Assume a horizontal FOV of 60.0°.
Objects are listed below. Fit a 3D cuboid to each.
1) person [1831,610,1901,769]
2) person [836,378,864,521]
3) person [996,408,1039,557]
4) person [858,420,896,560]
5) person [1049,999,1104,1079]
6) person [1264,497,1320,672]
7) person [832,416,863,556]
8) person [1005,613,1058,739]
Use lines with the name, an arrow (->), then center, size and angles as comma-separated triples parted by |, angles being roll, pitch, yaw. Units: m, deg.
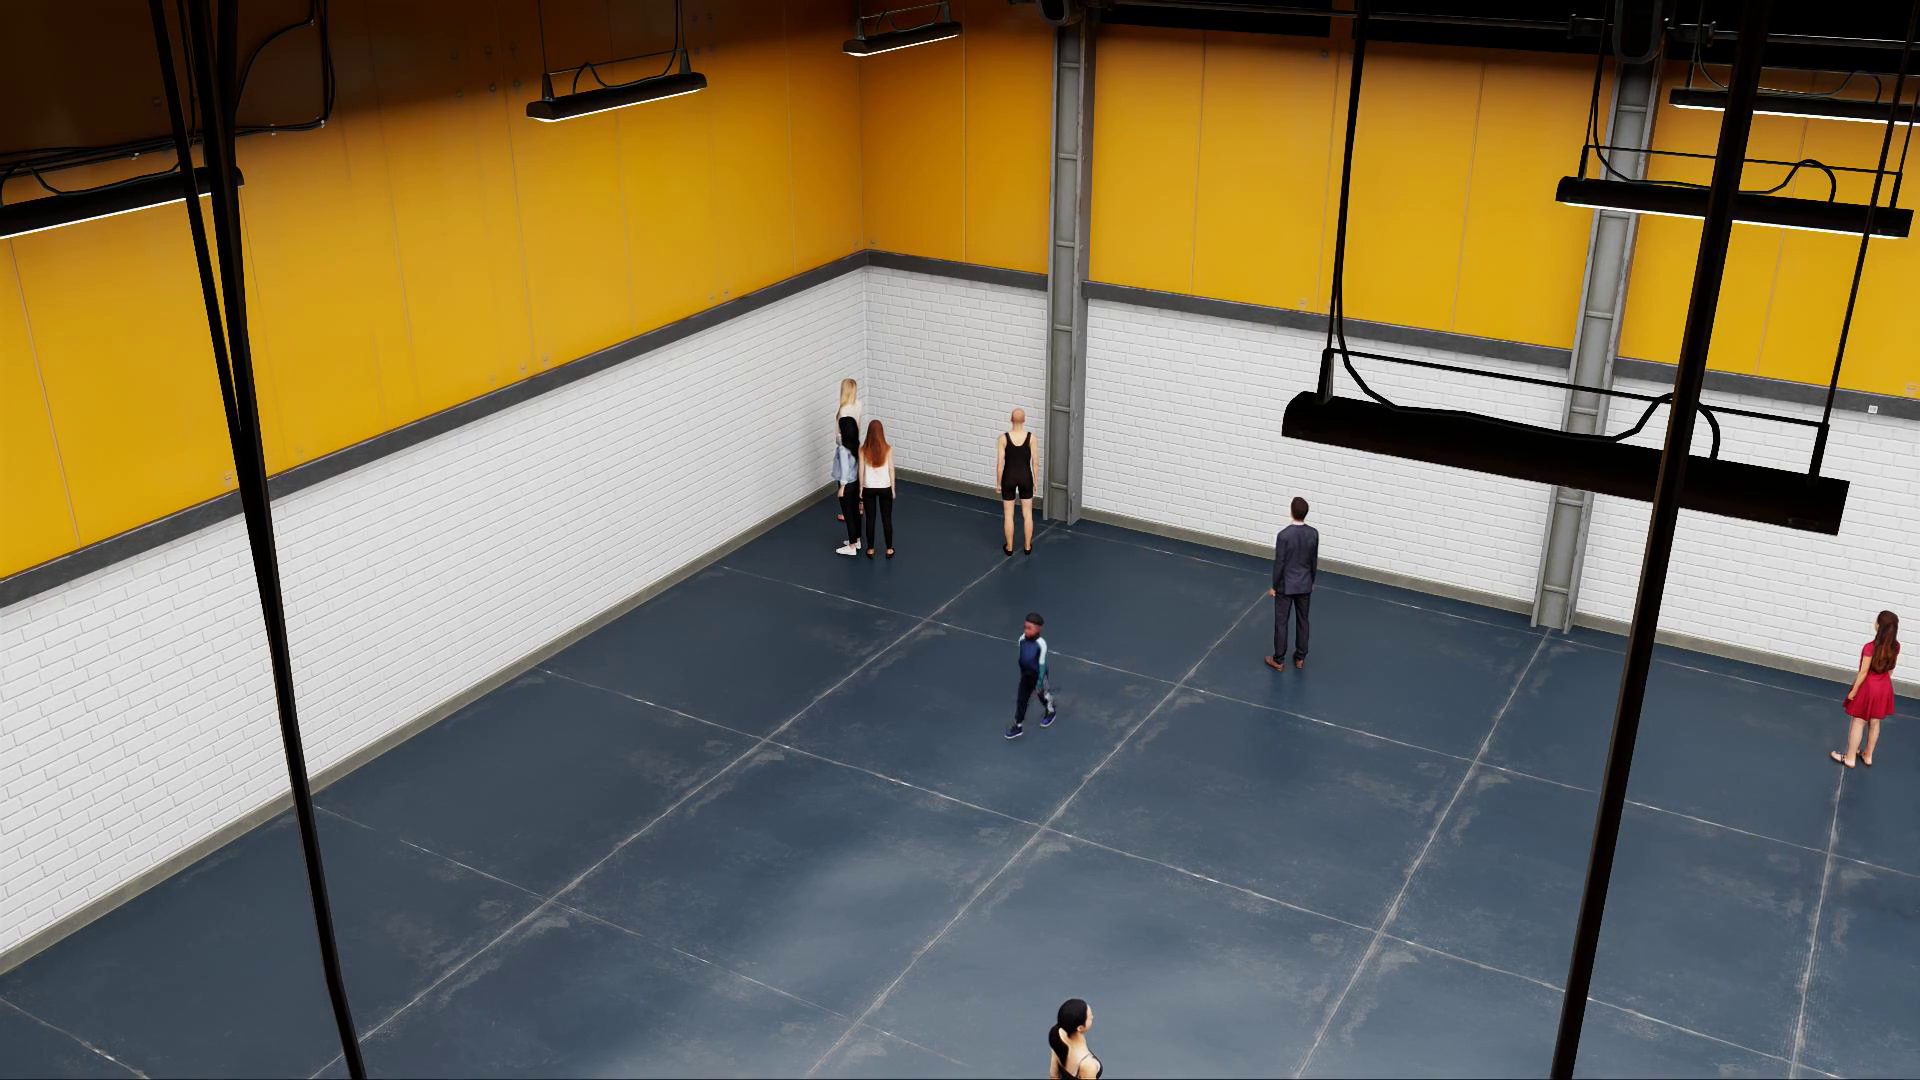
person -> 8.372, 1.359, 15.272 | 0.686, 1.553, 0.746 | -5, 24, -12
person -> -1.343, -1.131, 20.627 | 0.544, 1.827, 0.608 | 11, 26, 23
person -> 0.675, -0.688, 19.627 | 0.649, 1.816, 0.769 | -1, 24, -2
person -> -0.968, -0.595, 19.533 | 0.604, 1.722, 0.714 | 0, 24, -1
person -> 0.684, 3.514, 10.123 | 0.717, 1.729, 0.618 | -15, 28, -30
person -> 3.401, 0.444, 16.972 | 0.734, 1.868, 0.793 | -6, 24, -14
person -> -1.313, -0.657, 19.687 | 0.613, 1.711, 0.637 | 8, 25, 17
person -> 0.755, 1.268, 15.884 | 0.867, 1.230, 0.681 | 19, 30, 37
